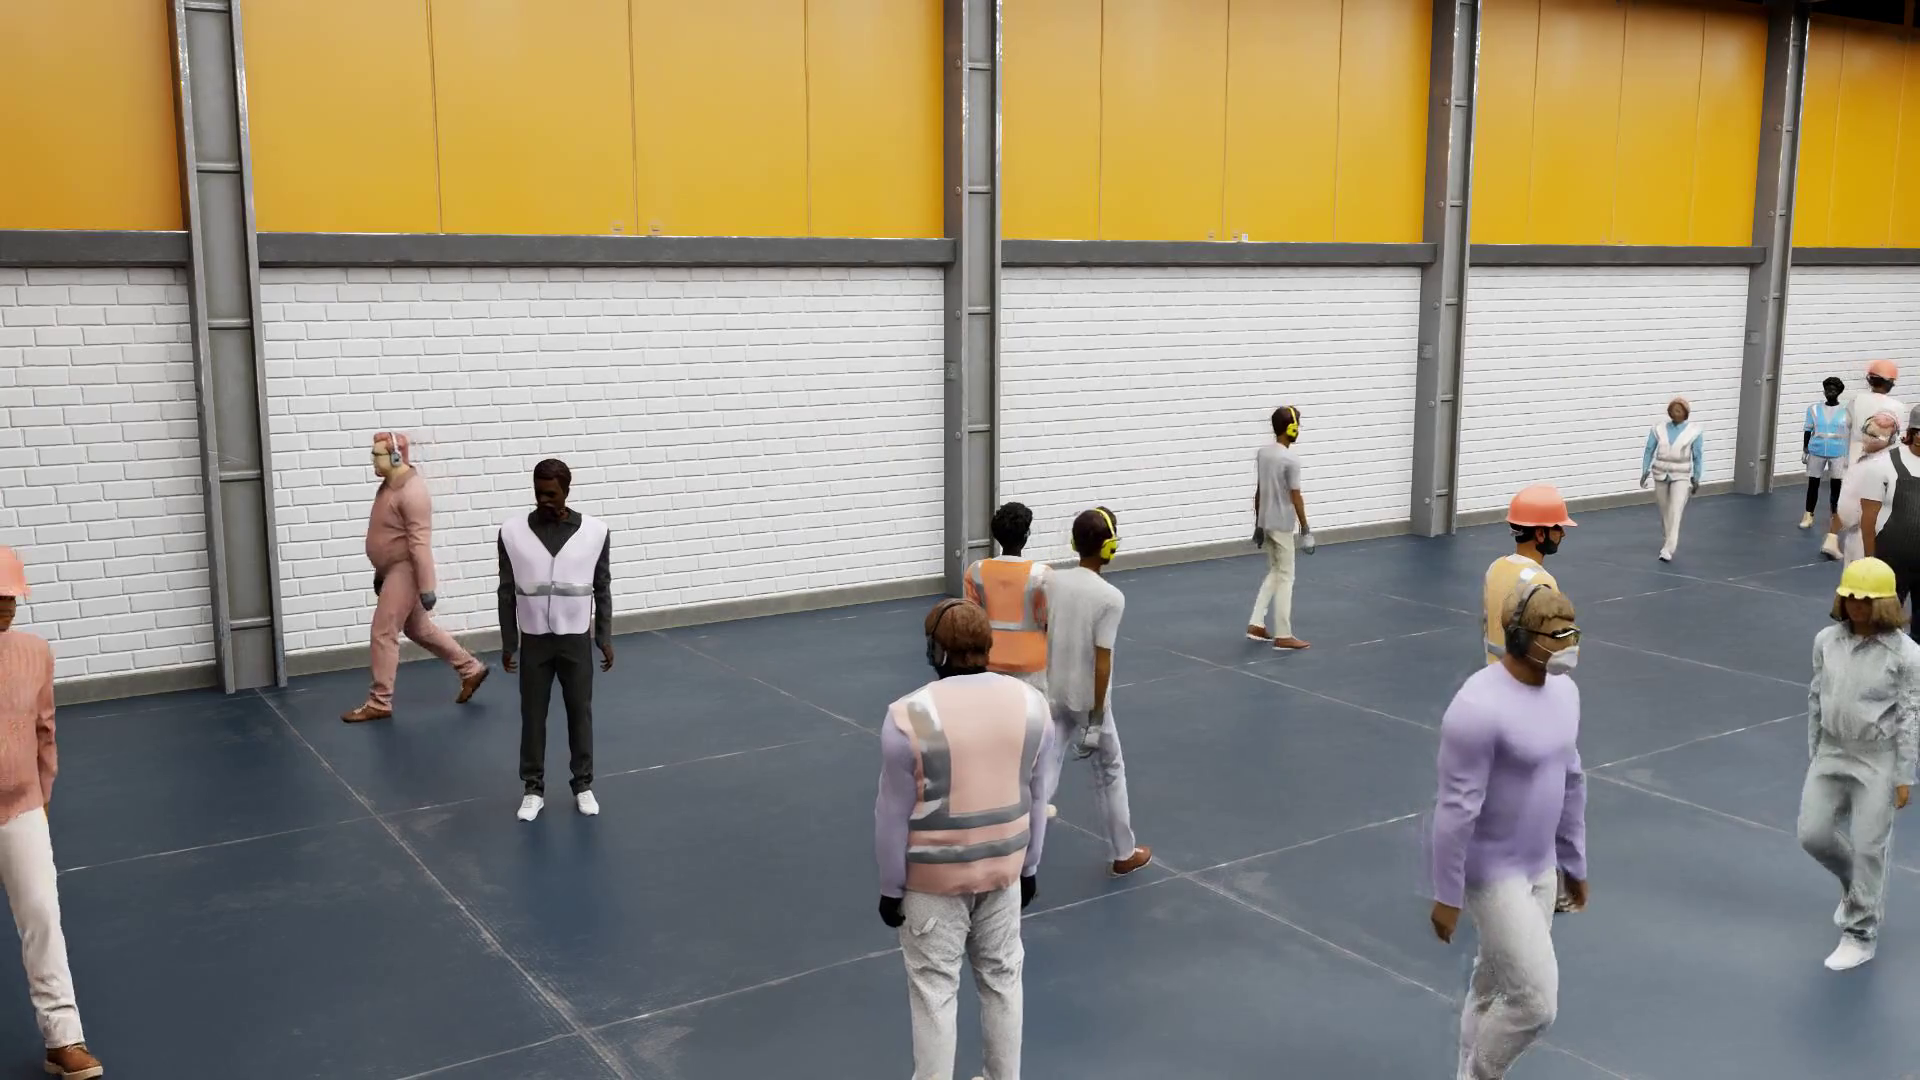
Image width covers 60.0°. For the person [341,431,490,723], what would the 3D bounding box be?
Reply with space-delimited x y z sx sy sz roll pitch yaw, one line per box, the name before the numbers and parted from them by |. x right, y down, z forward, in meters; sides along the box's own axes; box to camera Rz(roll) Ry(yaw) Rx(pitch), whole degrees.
person | -3.539 0.210 10.755 0.913 1.867 0.638 -5 11 -28

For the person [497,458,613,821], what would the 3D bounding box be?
person | -2.131 0.515 8.791 0.587 1.915 0.393 -2 10 -13

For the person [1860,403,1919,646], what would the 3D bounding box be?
person | 6.315 0.092 10.954 0.678 2.000 0.537 1 10 8

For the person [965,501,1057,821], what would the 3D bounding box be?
person | 0.279 0.643 8.662 0.535 1.699 0.318 4 10 23

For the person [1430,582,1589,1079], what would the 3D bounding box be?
person | 1.800 1.084 5.319 0.659 1.922 0.473 -9 13 -43

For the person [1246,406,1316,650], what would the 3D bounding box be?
person | 2.455 -0.081 12.551 0.400 1.861 0.530 -3 10 -20

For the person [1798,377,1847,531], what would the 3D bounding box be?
person | 9.506 -0.943 18.218 0.540 1.697 0.317 7 12 37

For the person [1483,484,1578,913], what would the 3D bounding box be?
person | 2.570 0.709 7.543 0.355 1.938 0.545 -2 10 -9

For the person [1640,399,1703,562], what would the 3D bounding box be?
person | 7.039 -0.601 16.472 0.520 1.595 0.830 8 13 41

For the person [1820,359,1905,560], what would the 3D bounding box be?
person | 8.942 -0.784 16.363 1.024 2.000 0.618 -5 11 -30

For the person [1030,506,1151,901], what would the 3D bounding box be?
person | 0.533 0.751 7.677 0.503 1.823 0.997 8 12 38

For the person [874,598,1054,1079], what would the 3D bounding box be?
person | -0.005 1.099 5.522 0.619 1.835 0.429 -5 11 -27

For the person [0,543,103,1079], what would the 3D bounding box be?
person | -3.565 0.961 6.050 1.070 1.945 0.618 7 12 36

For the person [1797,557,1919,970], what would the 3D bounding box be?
person | 3.778 0.916 6.943 0.462 1.731 0.489 -6 11 -31

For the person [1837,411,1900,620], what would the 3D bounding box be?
person | 6.593 -0.005 12.063 0.435 1.878 0.734 2 10 12
